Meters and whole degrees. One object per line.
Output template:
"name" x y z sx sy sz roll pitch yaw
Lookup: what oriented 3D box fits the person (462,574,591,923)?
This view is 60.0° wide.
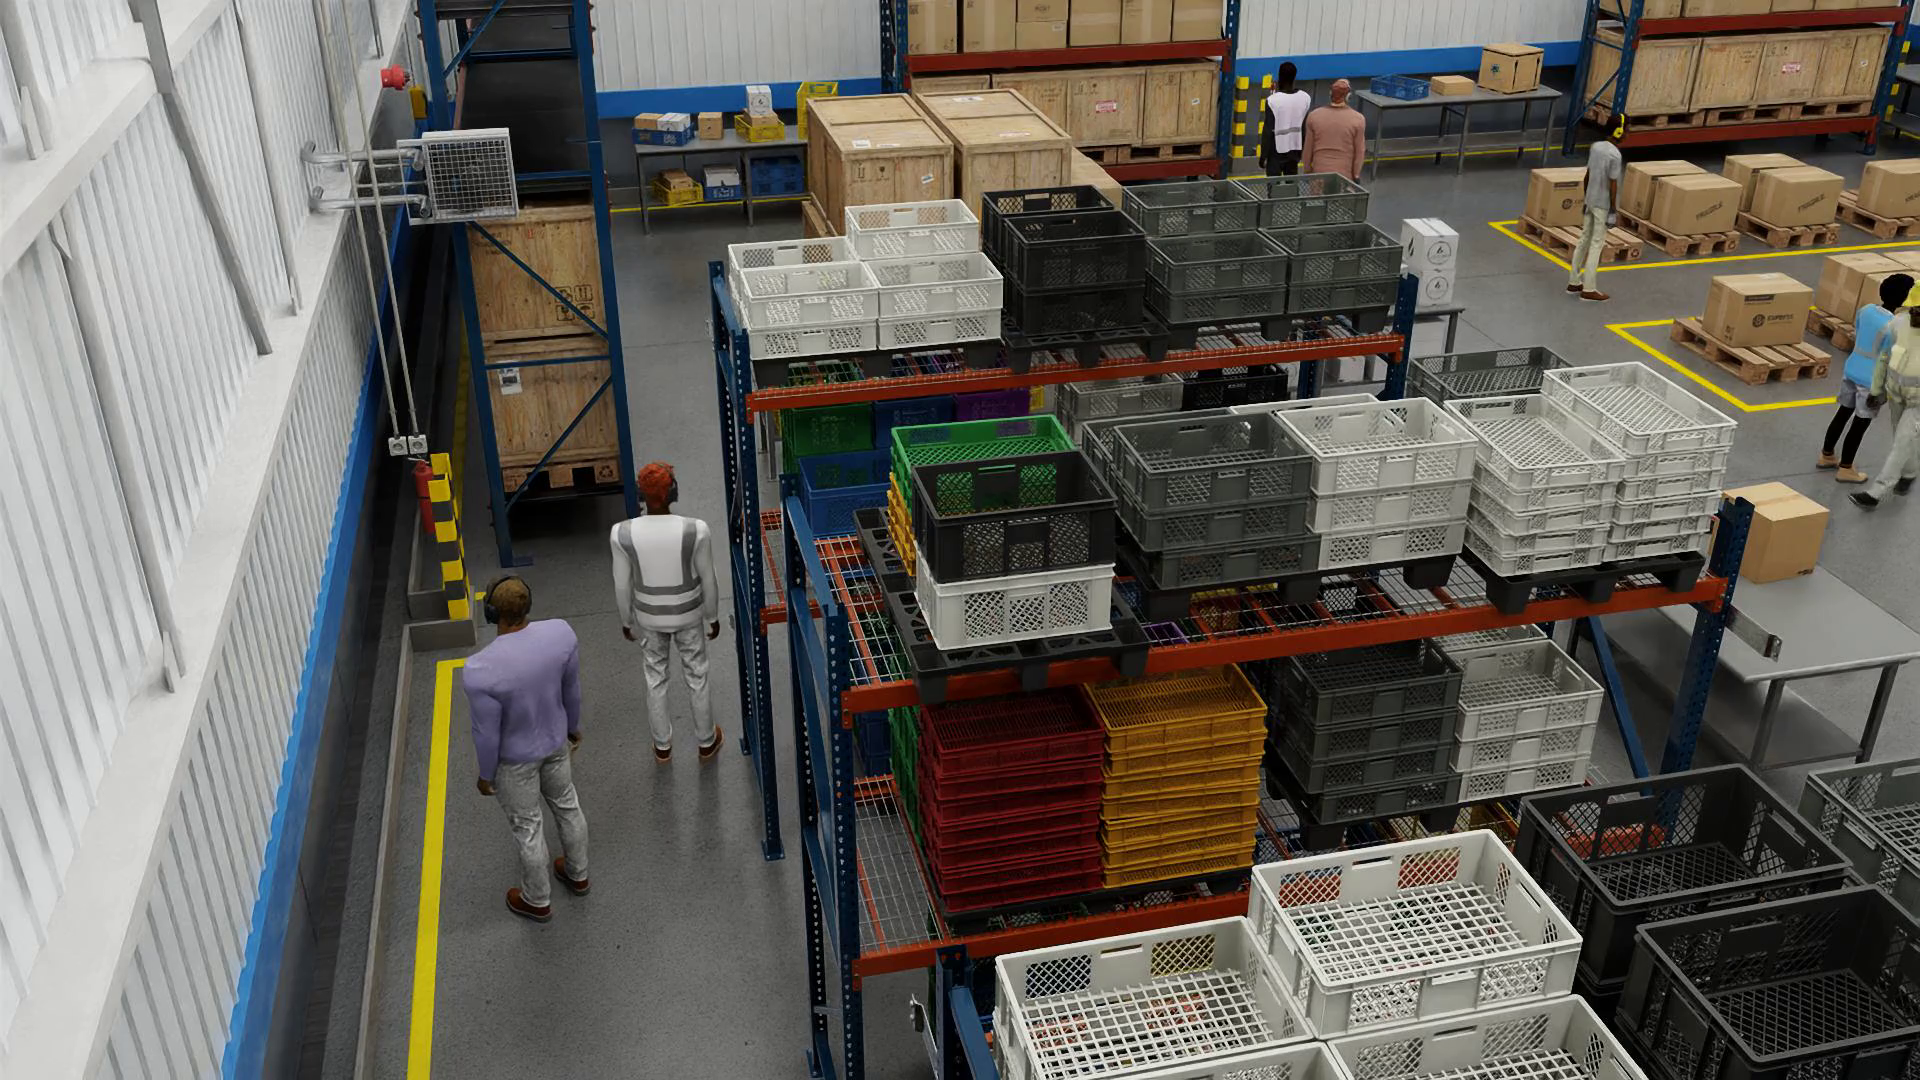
"person" -2.144 1.030 8.286 0.359 1.938 0.635 21 34 34

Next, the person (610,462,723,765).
"person" -1.650 0.433 9.475 0.572 1.887 0.355 -1 28 -2

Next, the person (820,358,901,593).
"person" -0.676 -0.491 11.279 0.627 1.840 0.429 13 30 23

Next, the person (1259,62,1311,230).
"person" 3.601 -4.333 18.501 0.584 1.910 0.387 -15 31 -26

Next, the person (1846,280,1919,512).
"person" 7.151 -1.095 12.492 0.917 1.770 0.606 -14 31 -25

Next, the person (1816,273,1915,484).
"person" 7.047 -1.256 12.891 0.319 1.690 0.535 -2 28 -4

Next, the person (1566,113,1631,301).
"person" 6.412 -3.332 16.647 0.327 1.862 0.518 -6 28 -12

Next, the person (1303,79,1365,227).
"person" 3.986 -3.955 17.778 0.640 1.910 0.401 12 30 22
